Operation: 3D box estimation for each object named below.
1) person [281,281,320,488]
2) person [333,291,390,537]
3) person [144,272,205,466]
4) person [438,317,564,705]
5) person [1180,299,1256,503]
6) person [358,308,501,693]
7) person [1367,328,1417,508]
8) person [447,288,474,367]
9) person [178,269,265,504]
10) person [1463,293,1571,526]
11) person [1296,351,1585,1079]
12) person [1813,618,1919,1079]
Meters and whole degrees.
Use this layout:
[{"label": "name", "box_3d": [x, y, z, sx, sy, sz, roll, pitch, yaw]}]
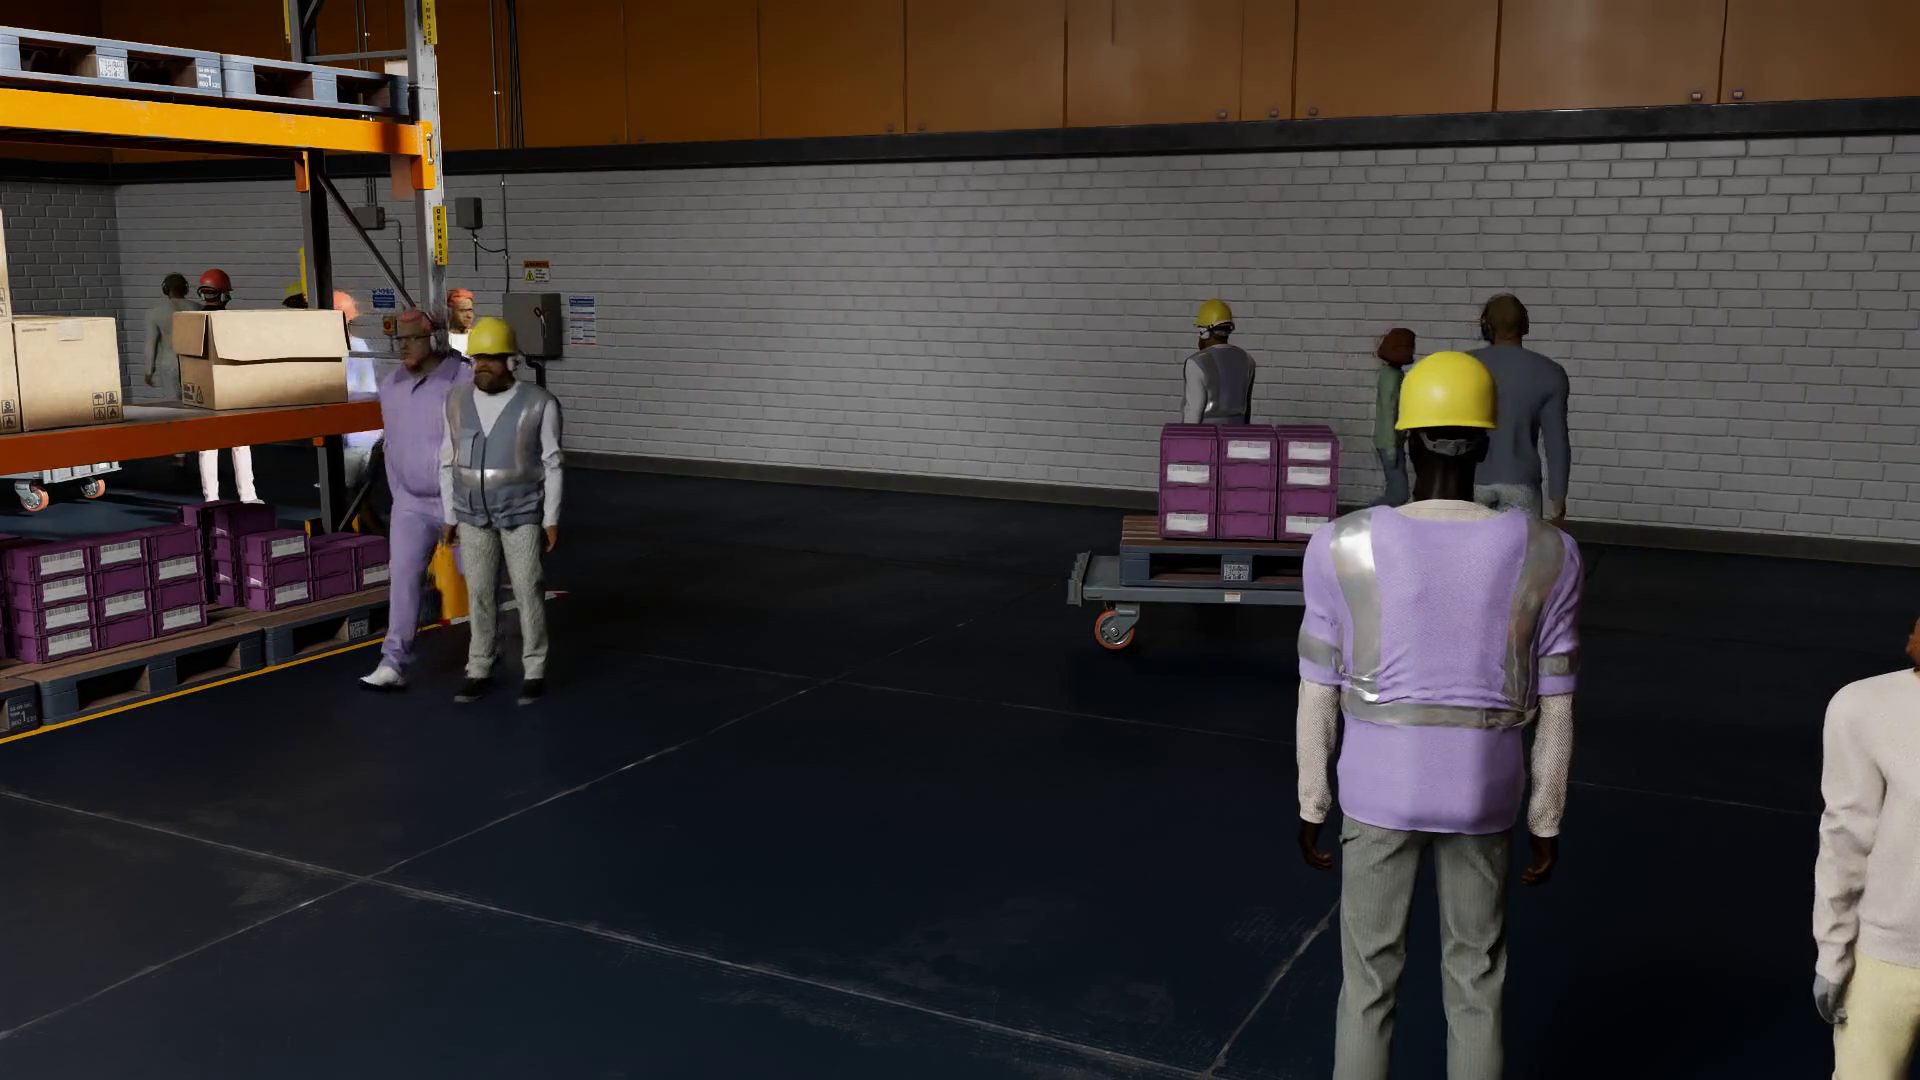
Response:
[{"label": "person", "box_3d": [-5.780, -1.385, 14.957, 0.494, 1.877, 0.622, -6, 11, -31]}, {"label": "person", "box_3d": [-3.978, -0.699, 10.993, 0.553, 1.891, 0.612, -1, 10, -9]}, {"label": "person", "box_3d": [-7.784, -1.696, 16.622, 0.647, 1.935, 0.432, -9, 13, -43]}, {"label": "person", "box_3d": [-2.167, -0.130, 7.829, 0.598, 1.830, 0.404, 1, 10, 6]}, {"label": "person", "box_3d": [1.622, -0.629, 10.720, 0.603, 1.830, 0.404, -8, 13, -39]}, {"label": "person", "box_3d": [-2.588, -0.201, 8.170, 0.652, 1.853, 0.981, 2, 10, 13]}, {"label": "person", "box_3d": [2.921, -0.635, 11.341, 0.436, 1.621, 0.513, 4, 10, 20]}, {"label": "person", "box_3d": [-3.565, -0.856, 11.912, 0.347, 1.879, 0.577, 7, 12, 35]}, {"label": "person", "box_3d": [-6.046, -1.212, 13.621, 0.614, 1.993, 0.395, -1, 10, -5]}, {"label": "person", "box_3d": [2.687, -0.258, 8.291, 0.669, 1.926, 0.534, 4, 11, 24]}, {"label": "person", "box_3d": [1.028, 0.550, 3.655, 0.588, 1.919, 0.402, 1, 10, 8]}, {"label": "person", "box_3d": [1.839, 0.794, 3.079, 0.495, 1.627, 0.286, 4, 10, 21]}]
